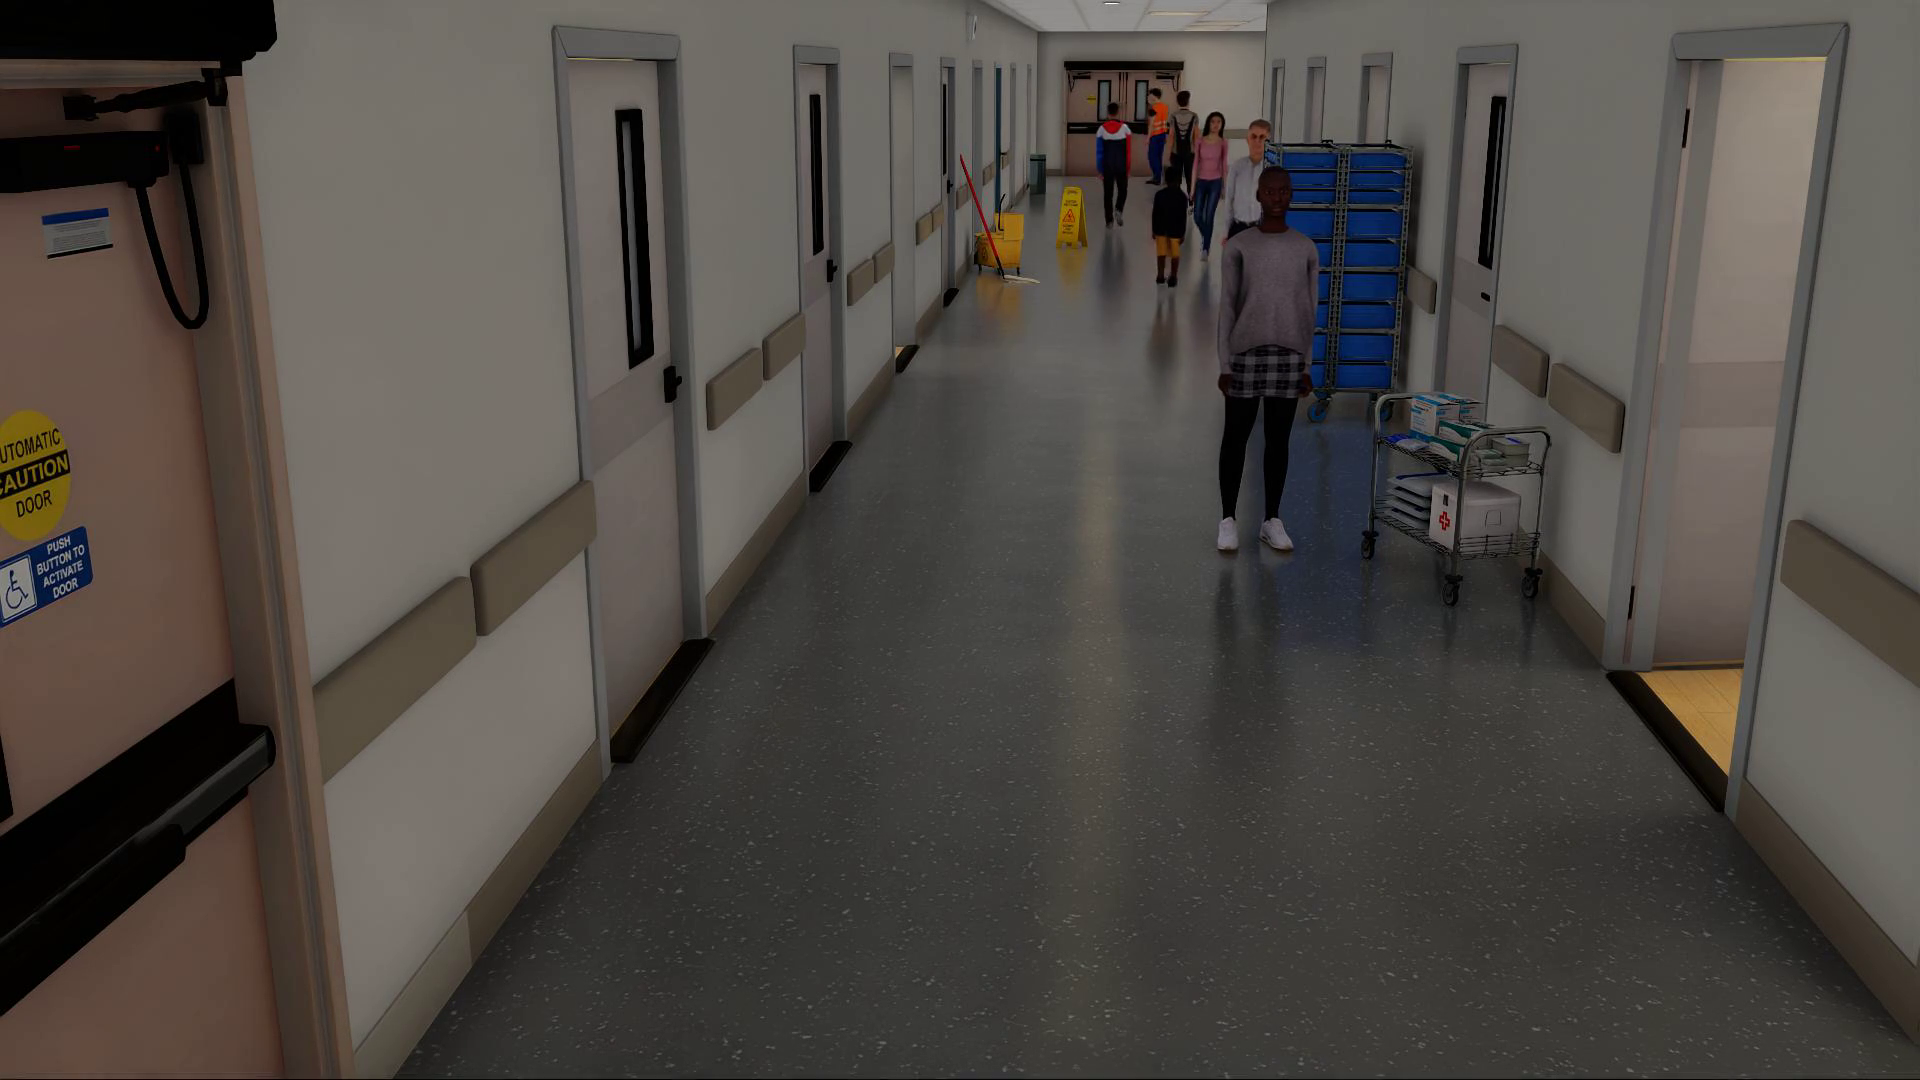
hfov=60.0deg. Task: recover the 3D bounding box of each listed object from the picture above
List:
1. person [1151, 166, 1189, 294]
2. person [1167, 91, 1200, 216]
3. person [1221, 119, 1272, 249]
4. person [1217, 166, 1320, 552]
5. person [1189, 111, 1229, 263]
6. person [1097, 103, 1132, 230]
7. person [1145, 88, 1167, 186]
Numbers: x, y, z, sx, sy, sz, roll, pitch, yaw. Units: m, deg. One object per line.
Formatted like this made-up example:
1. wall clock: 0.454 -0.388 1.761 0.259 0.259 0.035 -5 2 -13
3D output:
1. person: 2.095 -3.129 16.815 0.586 1.257 0.887 3 16 11
2. person: 3.510 -6.078 26.101 0.630 1.894 0.542 1 16 5
3. person: 2.410 -2.518 13.640 0.744 1.805 0.706 5 17 18
4. person: 1.413 -0.837 7.737 0.641 1.771 0.569 -1 16 -2
5. person: 2.949 -4.185 19.695 0.652 1.726 0.872 3 16 12
6. person: 2.182 -5.267 23.491 0.633 1.749 0.755 2 16 6
7. person: 3.886 -7.952 32.809 0.786 1.861 0.920 -13 20 -38
